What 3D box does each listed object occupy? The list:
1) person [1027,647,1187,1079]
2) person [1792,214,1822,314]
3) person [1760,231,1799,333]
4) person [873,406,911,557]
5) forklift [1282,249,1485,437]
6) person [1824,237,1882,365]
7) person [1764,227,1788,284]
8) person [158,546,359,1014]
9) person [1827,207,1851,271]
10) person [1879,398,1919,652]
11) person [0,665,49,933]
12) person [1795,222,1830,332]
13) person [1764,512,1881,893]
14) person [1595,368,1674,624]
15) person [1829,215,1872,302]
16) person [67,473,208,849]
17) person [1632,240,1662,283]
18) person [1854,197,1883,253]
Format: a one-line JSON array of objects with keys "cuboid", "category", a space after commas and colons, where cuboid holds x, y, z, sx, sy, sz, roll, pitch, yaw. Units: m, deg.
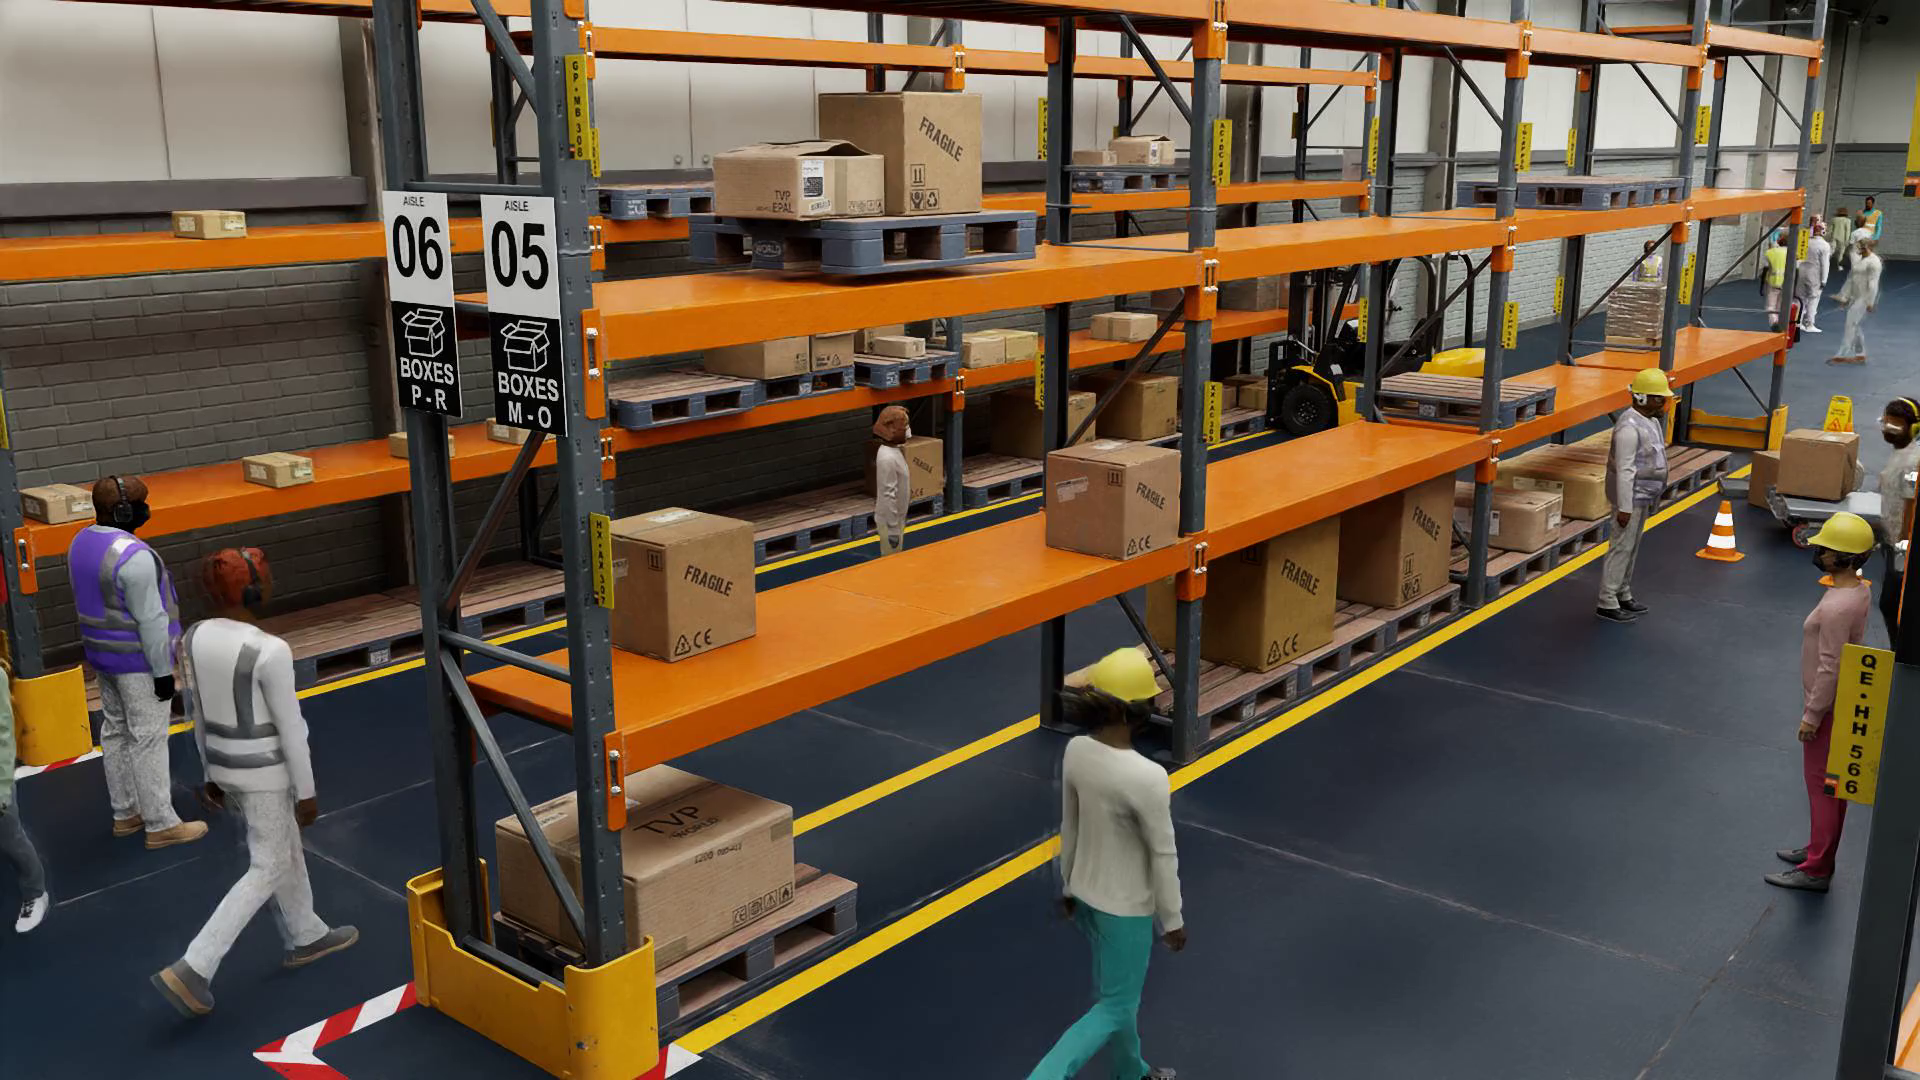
[{"cuboid": [0.474, 1.226, 5.698, 0.769, 1.738, 0.530, -7, 16, -28], "category": "person"}, {"cuboid": [16.281, -5.280, 31.869, 0.399, 1.900, 0.644, -4, 14, -14], "category": "person"}, {"cuboid": [13.727, -4.247, 27.829, 0.566, 1.826, 0.639, 2, 14, 8], "category": "person"}, {"cuboid": [-0.450, -0.109, 11.353, 0.274, 1.632, 0.507, 0, 14, 1], "category": "person"}, {"cuboid": [4.886, -2.214, 18.767, 2.313, 2.155, 1.214, 11, 18, 38], "category": "forklift"}, {"cuboid": [13.344, -3.555, 24.838, 0.722, 1.895, 0.669, 1, 14, 5], "category": "person"}, {"cuboid": [18.711, -6.865, 38.003, 0.615, 2.047, 0.356, -8, 16, -29], "category": "person"}, {"cuboid": [-2.854, 0.944, 6.625, 0.582, 1.856, 0.860, 9, 16, 32], "category": "person"}, {"cuboid": [21.995, -7.540, 41.692, 0.773, 1.597, 0.539, -12, 18, -39], "category": "person"}, {"cuboid": [5.857, 0.014, 10.428, 0.377, 1.848, 0.667, 6, 15, 23], "category": "person"}, {"cuboid": [-4.141, 0.998, 6.937, 0.505, 1.589, 0.845, -2, 14, -6], "category": "person"}, {"cuboid": [14.886, -4.574, 29.001, 0.400, 1.900, 0.636, -5, 15, -18], "category": "person"}, {"cuboid": [3.962, 0.739, 7.620, 0.309, 1.772, 0.525, 10, 17, 35], "category": "person"}, {"cuboid": [4.793, -0.315, 11.809, 0.404, 1.825, 0.594, 10, 17, 35], "category": "person"}, {"cuboid": [18.188, -5.690, 33.748, 0.510, 1.799, 0.970, -7, 16, -28], "category": "person"}, {"cuboid": [-4.015, 0.583, 8.104, 0.629, 1.842, 0.429, 10, 17, 35], "category": "person"}, {"cuboid": [11.695, -4.290, 28.362, 0.514, 1.641, 0.307, -2, 14, -7], "category": "person"}, {"cuboid": [21.734, -7.261, 39.883, 0.378, 1.917, 0.598, -11, 18, -39], "category": "person"}]
